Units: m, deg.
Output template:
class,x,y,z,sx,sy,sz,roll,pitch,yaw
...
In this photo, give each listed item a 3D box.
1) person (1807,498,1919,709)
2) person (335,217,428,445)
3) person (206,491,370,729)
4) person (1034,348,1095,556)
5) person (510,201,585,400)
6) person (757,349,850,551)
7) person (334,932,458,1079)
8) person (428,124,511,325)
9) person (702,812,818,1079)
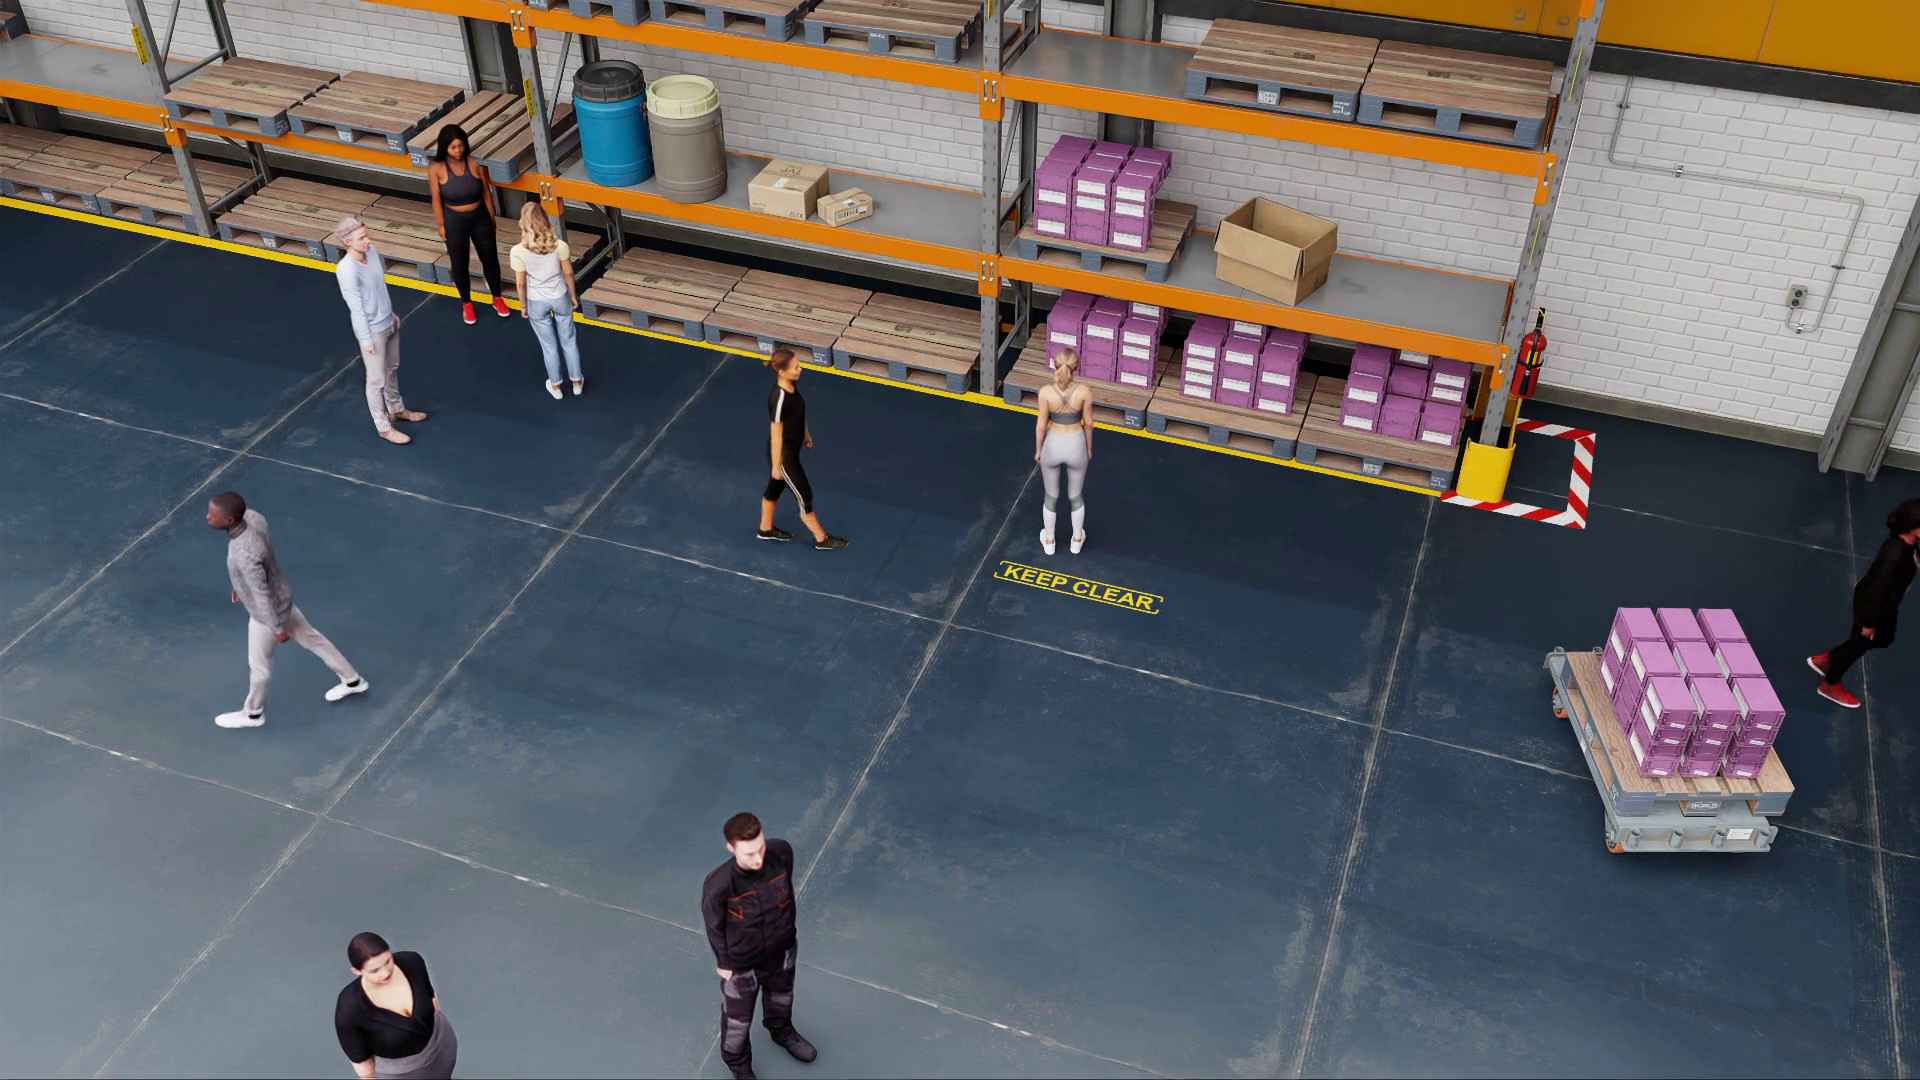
class,x,y,z,sx,sy,sz,roll,pitch,yaw
person,5.747,0.374,10.580,0.736,1.664,0.705,26,45,28
person,-4.550,-1.654,12.937,0.627,1.892,0.712,6,39,7
person,-4.225,0.409,10.435,1.286,1.790,1.119,-9,39,-11
person,0.738,-0.621,11.796,0.576,1.703,0.691,1,39,2
person,-3.315,-1.919,13.406,0.693,1.722,0.763,-15,41,-17
person,-1.325,-0.631,11.857,0.994,1.642,0.739,4,39,5
person,-2.647,2.452,7.901,0.691,1.760,0.721,22,44,25
person,-4.267,-2.758,14.382,0.766,1.815,0.827,-16,41,-19
person,-1.014,2.034,8.301,0.777,1.914,0.763,-29,47,-31
